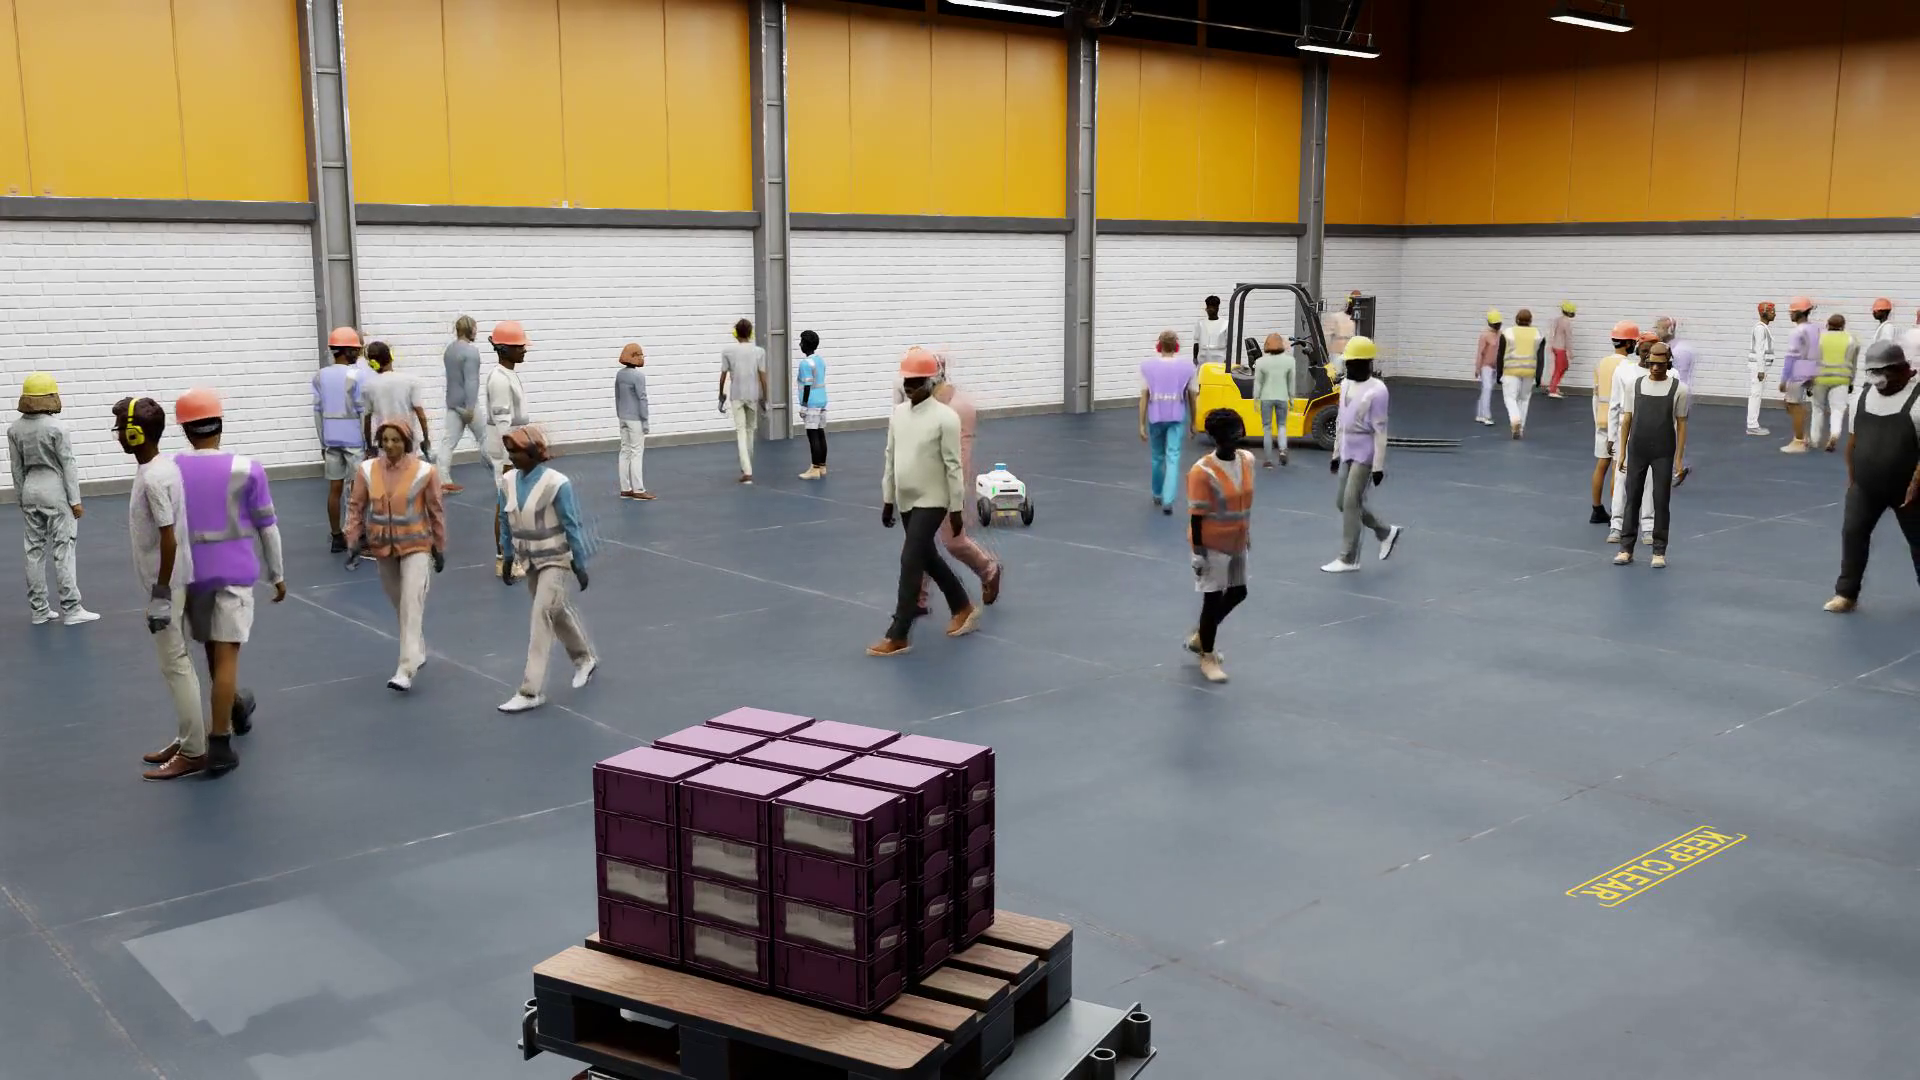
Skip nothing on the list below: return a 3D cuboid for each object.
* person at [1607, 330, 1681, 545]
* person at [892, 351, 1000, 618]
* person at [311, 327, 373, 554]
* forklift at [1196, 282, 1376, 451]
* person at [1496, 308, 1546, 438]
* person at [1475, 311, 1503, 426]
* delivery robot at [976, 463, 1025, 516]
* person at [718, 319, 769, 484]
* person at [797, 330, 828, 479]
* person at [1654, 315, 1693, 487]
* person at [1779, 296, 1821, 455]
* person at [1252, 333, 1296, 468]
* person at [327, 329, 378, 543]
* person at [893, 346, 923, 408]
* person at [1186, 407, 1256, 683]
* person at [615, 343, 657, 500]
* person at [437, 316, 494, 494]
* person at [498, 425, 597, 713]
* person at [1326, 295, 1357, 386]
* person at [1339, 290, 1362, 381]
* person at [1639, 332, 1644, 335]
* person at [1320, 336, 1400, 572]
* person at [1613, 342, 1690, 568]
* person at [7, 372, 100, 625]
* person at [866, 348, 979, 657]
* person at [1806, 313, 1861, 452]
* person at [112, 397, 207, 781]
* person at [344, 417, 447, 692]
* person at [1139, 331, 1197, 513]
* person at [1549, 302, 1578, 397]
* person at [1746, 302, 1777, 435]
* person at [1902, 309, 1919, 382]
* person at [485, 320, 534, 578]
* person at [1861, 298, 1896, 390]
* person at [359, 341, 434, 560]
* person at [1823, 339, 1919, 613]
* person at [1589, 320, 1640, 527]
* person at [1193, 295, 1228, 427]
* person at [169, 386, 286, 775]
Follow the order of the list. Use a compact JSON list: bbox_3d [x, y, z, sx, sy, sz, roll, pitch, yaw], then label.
[{"bbox_3d":[6.003,-0.899,14.653,0.573,1.887,0.354,4,10,20],"label":"person"},{"bbox_3d":[-0.095,-0.392,11.719,0.784,1.879,0.657,-9,13,-44],"label":"person"},{"bbox_3d":[-5.229,-0.845,14.200,0.547,1.934,0.376,3,10,17],"label":"person"},{"bbox_3d":[4.328,-2.346,22.227,2.313,2.155,1.214,3,10,16],"label":"forklift"},{"bbox_3d":[7.813,-2.315,23.160,0.627,1.818,0.763,1,10,3],"label":"person"},{"bbox_3d":[7.987,-2.578,25.018,0.564,1.716,0.703,-6,11,-32],"label":"person"},{"bbox_3d":[0.385,-0.487,15.863,0.477,0.478,0.707,-2,10,-12],"label":"delivery robot"},{"bbox_3d":[-2.461,-1.570,18.781,0.513,1.818,0.922,-3,10,-19],"label":"person"},{"bbox_3d":[-1.683,-1.536,18.935,0.322,1.697,0.536,3,10,16],"label":"person"},{"bbox_3d":[7.614,-1.479,18.011,0.442,1.893,0.675,-2,10,-11],"label":"person"},{"bbox_3d":[10.702,-2.104,21.290,0.631,2.025,0.496,-8,13,-39],"label":"person"},{"bbox_3d":[3.744,-1.661,19.862,0.517,1.621,0.361,-1,10,-4],"label":"person"},{"bbox_3d":[-5.240,-0.916,14.692,0.704,1.915,0.636,-1,10,-4],"label":"person"},{"bbox_3d":[-0.425,-1.131,16.744,0.500,1.636,0.284,1,10,5],"label":"person"},{"bbox_3d":[1.498,0.019,9.929,0.585,1.658,0.576,-8,12,-38],"label":"person"},{"bbox_3d":[-3.407,-1.234,17.353,0.286,1.634,0.500,-9,13,-42],"label":"person"},{"bbox_3d":[-5.234,-1.446,17.842,0.637,1.886,1.019,9,13,43],"label":"person"},{"bbox_3d":[-2.346,0.131,9.481,0.538,1.593,0.877,6,11,32],"label":"person"},{"bbox_3d":[6.524,-3.189,28.094,0.697,1.882,0.381,1,10,5],"label":"person"},{"bbox_3d":[7.340,-3.685,30.908,0.643,1.909,0.410,3,10,17],"label":"person"},{"bbox_3d":[8.280,-1.687,20.023,0.317,1.631,0.522,6,12,33],"label":"person"},{"bbox_3d":[3.254,-0.688,13.356,0.672,1.909,0.612,-3,10,-16],"label":"person"},{"bbox_3d":[5.644,-0.692,13.575,0.504,1.841,0.344,6,11,31],"label":"person"},{"bbox_3d":[-6.271,-0.282,11.462,0.484,1.744,0.294,2,10,10],"label":"person"},{"bbox_3d":[-0.216,-0.271,10.771,1.002,1.957,0.624,-9,13,-41],"label":"person"},{"bbox_3d":[11.355,-2.053,21.680,0.622,1.805,0.854,5,11,26],"label":"person"},{"bbox_3d":[-3.887,0.234,8.082,0.319,1.865,0.521,-4,10,-22],"label":"person"},{"bbox_3d":[-3.319,0.077,9.810,0.531,1.592,0.873,1,10,5],"label":"person"},{"bbox_3d":[2.075,-1.187,16.635,0.583,1.796,1.000,1,10,6],"label":"person"},{"bbox_3d":[10.775,-3.393,29.762,0.417,1.723,0.605,1,10,4],"label":"person"},{"bbox_3d":[11.411,-2.439,23.680,0.356,1.883,0.574,5,11,26],"label":"person"},{"bbox_3d":[12.116,-1.987,20.967,0.410,1.909,0.643,1,10,6],"label":"person"},{"bbox_3d":[-3.530,-0.708,13.126,0.392,2.038,0.607,-1,10,-9],"label":"person"},{"bbox_3d":[13.481,-2.588,24.444,0.477,1.917,0.557,4,10,22],"label":"person"},{"bbox_3d":[-4.705,-0.728,13.831,0.653,1.834,0.351,0,10,1],"label":"person"},{"bbox_3d":[6.688,-0.500,11.864,0.955,2.000,0.712,-7,12,-37],"label":"person"},{"bbox_3d":[6.181,-1.091,15.625,0.372,1.939,0.544,-3,10,-17],"label":"person"},{"bbox_3d":[3.716,-2.628,24.567,0.602,1.958,0.381,4,11,24],"label":"person"},{"bbox_3d":[-3.728,0.171,8.394,0.566,1.874,0.999,-1,10,-7],"label":"person"}]
